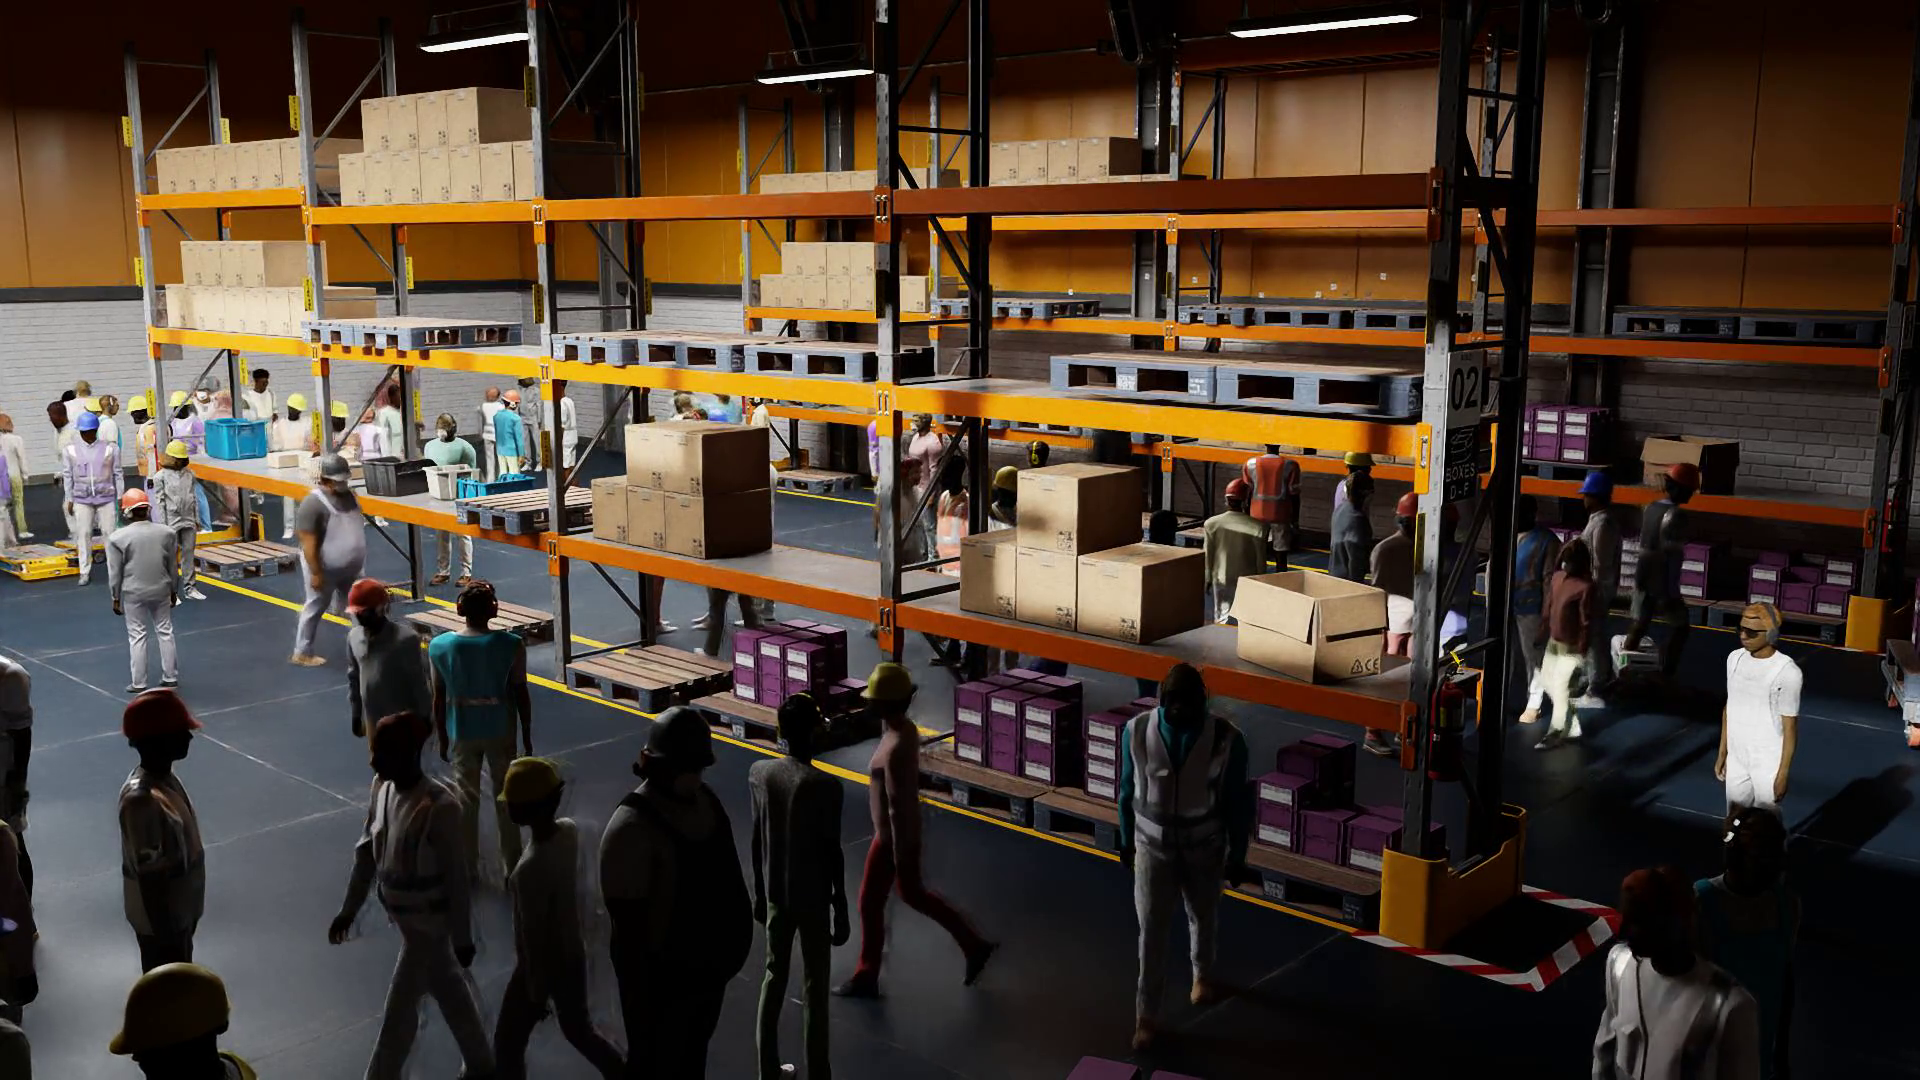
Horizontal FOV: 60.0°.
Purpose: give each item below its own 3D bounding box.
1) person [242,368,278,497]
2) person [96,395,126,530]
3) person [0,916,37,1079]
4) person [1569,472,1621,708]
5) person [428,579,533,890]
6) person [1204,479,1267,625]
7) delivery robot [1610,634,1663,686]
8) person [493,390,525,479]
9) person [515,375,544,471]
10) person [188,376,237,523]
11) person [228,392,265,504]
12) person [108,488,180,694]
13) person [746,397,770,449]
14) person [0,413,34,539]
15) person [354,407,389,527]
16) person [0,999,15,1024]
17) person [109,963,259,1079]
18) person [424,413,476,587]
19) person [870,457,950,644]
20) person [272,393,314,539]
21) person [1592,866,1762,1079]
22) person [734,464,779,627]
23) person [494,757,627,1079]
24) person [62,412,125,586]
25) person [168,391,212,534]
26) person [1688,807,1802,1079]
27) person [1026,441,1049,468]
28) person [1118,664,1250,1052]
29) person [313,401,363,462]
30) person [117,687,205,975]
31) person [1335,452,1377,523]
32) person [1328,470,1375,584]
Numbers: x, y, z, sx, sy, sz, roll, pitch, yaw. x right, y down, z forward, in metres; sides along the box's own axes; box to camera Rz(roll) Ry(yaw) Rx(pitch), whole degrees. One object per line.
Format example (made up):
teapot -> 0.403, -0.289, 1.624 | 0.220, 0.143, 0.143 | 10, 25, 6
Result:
person -> -10.590, -1.627, 25.169 | 0.494, 1.937, 0.638 | 6, 12, 30
person -> -11.163, -0.989, 21.865 | 0.345, 1.838, 0.511 | -10, 14, -43
person -> -2.909, 1.954, 4.902 | 0.605, 1.949, 0.401 | 4, 11, 22
person -> 5.194, 0.408, 13.653 | 0.404, 1.943, 0.615 | 3, 10, 16
person -> -2.792, 1.150, 9.737 | 0.565, 1.846, 0.390 | -1, 10, -4
person -> 2.418, 0.333, 14.612 | 0.561, 1.753, 0.327 | 4, 11, 21
delivery robot -> 5.722, 0.982, 14.071 | 0.477, 0.478, 0.707 | 3, 10, 14
person -> -6.402, -1.272, 23.738 | 0.574, 1.739, 0.353 | 7, 12, 35
person -> -7.262, -2.017, 27.972 | 0.494, 1.732, 0.324 | 3, 10, 15
person -> -10.238, -1.247, 22.739 | 0.727, 2.000, 0.614 | -9, 14, -43
person -> -10.419, -1.317, 24.113 | 0.512, 1.692, 0.716 | -3, 10, -15
person -> -6.917, 0.429, 14.101 | 0.350, 1.744, 0.566 | 9, 13, 41
person -> -2.953, -1.388, 24.388 | 0.348, 1.740, 0.574 | -1, 10, -7
person -> -12.285, -0.816, 21.456 | 0.500, 1.633, 0.282 | -2, 10, -9
person -> -7.943, -0.977, 22.376 | 0.517, 1.631, 0.317 | 0, 10, -1
person -> -3.061, 1.957, 5.054 | 0.589, 1.890, 0.392 | 2, 10, 13
person -> -2.009, 2.044, 4.487 | 0.390, 1.918, 0.588 | -6, 12, -30
person -> -5.670, -0.442, 18.482 | 0.631, 1.940, 0.372 | 2, 10, 13
person -> -0.476, 0.114, 15.753 | 0.979, 1.792, 0.592 | 8, 13, 37
person -> -8.666, -0.998, 21.791 | 0.589, 1.891, 0.768 | -2, 10, -11
person -> 2.211, 1.943, 5.252 | 0.492, 1.863, 0.665 | -5, 11, -25
person -> -2.057, -0.088, 16.574 | 0.408, 1.905, 0.653 | 3, 11, 18
person -> -1.667, 1.718, 6.850 | 0.809, 1.730, 0.527 | 2, 10, 11
person -> -9.664, -0.464, 18.589 | 0.605, 1.944, 0.402 | -4, 11, -22
person -> -10.023, -0.978, 21.580 | 0.591, 1.918, 0.391 | 6, 12, 31
person -> 2.746, 1.826, 5.962 | 0.503, 1.837, 0.350 | -2, 10, -13
person -> 0.805, -0.064, 16.557 | 0.333, 1.864, 0.515 | 1, 10, 8
person -> 1.075, 1.475, 8.056 | 0.646, 1.804, 0.873 | 2, 10, 13
person -> -7.502, -0.726, 20.166 | 0.506, 1.909, 0.584 | 7, 12, 33
person -> -3.351, 1.574, 7.074 | 0.349, 1.942, 0.543 | -4, 11, -19
person -> 3.685, 0.075, 15.588 | 0.366, 1.927, 0.591 | 0, 10, 2
person -> 3.249, 0.380, 13.845 | 0.378, 1.937, 0.628 | 0, 10, 1
